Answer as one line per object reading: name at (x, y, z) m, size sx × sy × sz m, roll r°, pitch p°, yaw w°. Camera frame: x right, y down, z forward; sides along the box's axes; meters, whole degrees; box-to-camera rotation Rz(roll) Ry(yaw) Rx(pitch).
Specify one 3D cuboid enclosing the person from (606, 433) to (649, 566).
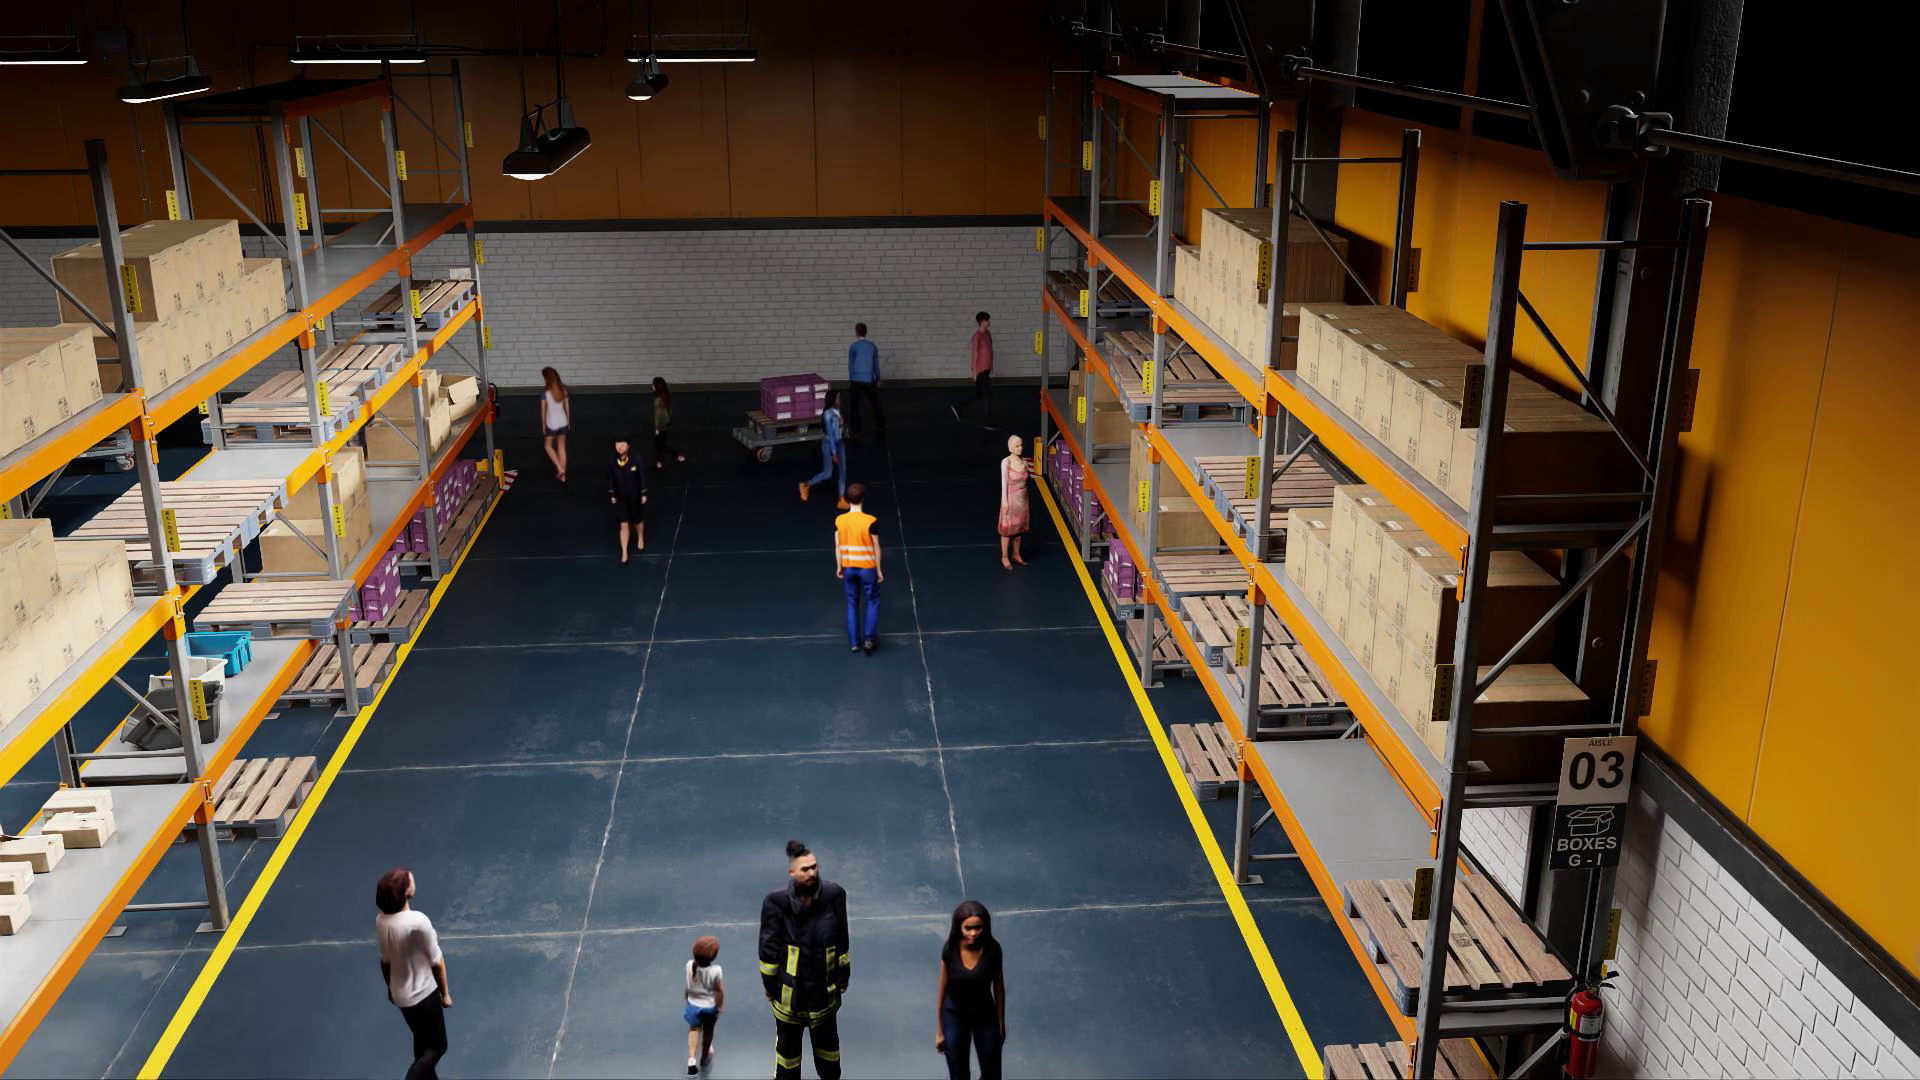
person at (-4.141, -0.548, 21.003) m, size 0.768 × 1.635 × 1.072 m, roll 1°, pitch 19°, yaw 2°

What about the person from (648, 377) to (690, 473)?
person at (-4.340, -1.677, 24.636) m, size 0.768 × 1.456 × 0.898 m, roll 3°, pitch 19°, yaw 7°

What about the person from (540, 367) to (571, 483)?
person at (-5.828, -1.645, 24.144) m, size 0.776 × 1.709 × 0.826 m, roll -14°, pitch 23°, yaw -37°

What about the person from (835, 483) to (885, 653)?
person at (-1.084, 0.320, 18.041) m, size 0.794 × 1.880 × 0.769 m, roll 4°, pitch 19°, yaw 13°

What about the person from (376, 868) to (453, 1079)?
person at (-3.479, 2.929, 10.456) m, size 0.906 × 1.777 × 1.043 m, roll 9°, pitch 21°, yaw 24°

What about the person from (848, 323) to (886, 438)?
person at (-1.531, -2.583, 26.830) m, size 0.996 × 1.773 × 0.965 m, roll -9°, pitch 21°, yaw -26°

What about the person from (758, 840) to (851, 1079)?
person at (-0.989, 2.789, 10.753) m, size 0.787 × 1.853 × 0.726 m, roll -4°, pitch 19°, yaw -12°

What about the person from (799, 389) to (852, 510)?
person at (-1.845, -1.234, 22.959) m, size 0.934 × 1.685 × 1.074 m, roll 6°, pitch 20°, yaw 17°

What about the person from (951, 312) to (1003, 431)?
person at (0.266, -2.755, 27.102) m, size 1.081 × 1.925 × 1.206 m, roll 8°, pitch 20°, yaw 23°

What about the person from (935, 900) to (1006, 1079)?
person at (0.066, 2.991, 10.351) m, size 0.645 × 1.726 × 0.881 m, roll 0°, pitch 19°, yaw 1°

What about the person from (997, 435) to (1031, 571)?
person at (0.671, -0.482, 20.719) m, size 0.686 × 1.692 × 0.725 m, roll -15°, pitch 24°, yaw -38°

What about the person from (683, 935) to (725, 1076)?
person at (-1.739, 3.116, 11.111) m, size 0.513 × 1.003 × 0.650 m, roll 2°, pitch 19°, yaw 7°
